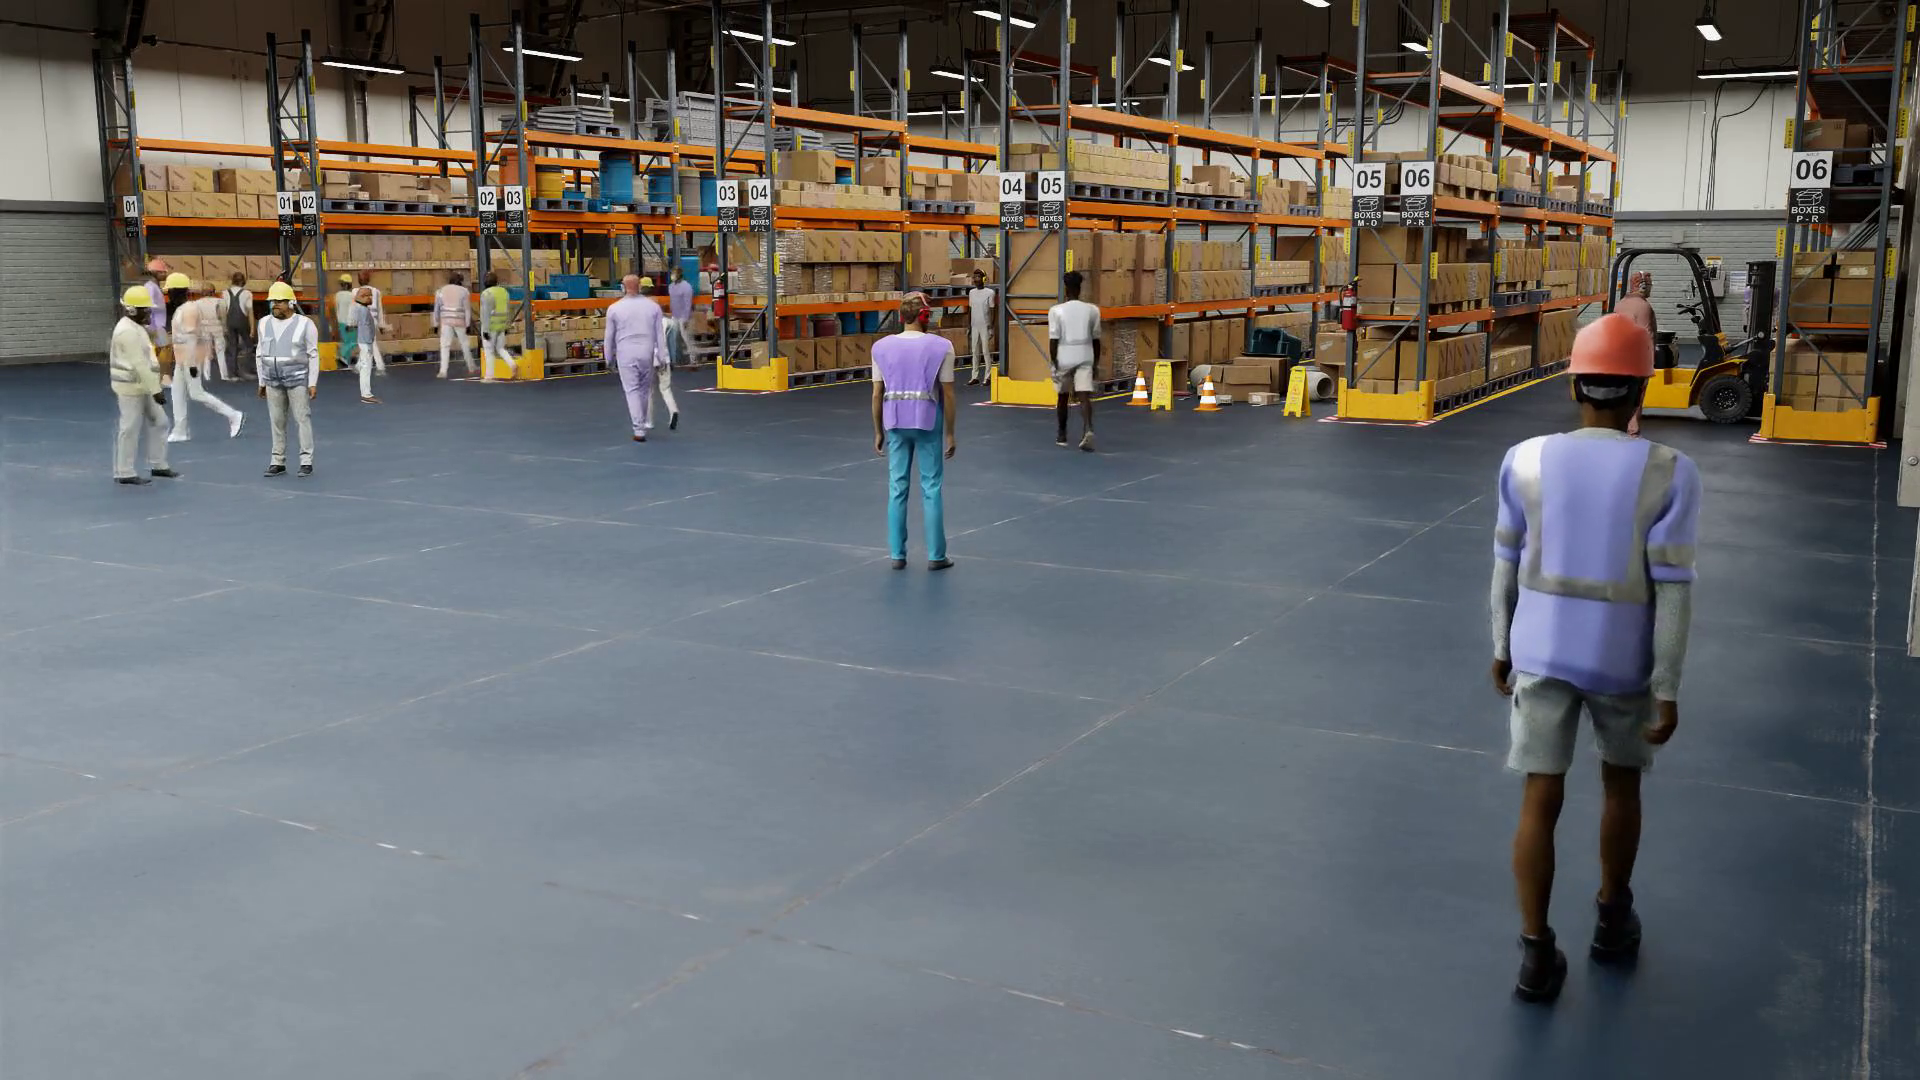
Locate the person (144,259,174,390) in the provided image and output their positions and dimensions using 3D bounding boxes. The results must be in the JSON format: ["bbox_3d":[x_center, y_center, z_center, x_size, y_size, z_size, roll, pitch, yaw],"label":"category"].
[{"bbox_3d":[-12.320,-3.314,25.700,0.714,2.016,0.642,-3,10,-18],"label":"person"}]

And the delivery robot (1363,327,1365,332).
[{"bbox_3d":[9.055,-4.663,37.611,0.707,0.478,0.477,-4,10,-21],"label":"delivery robot"}]

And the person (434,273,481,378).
[{"bbox_3d":[-8.695,-3.689,28.596,0.690,1.783,0.856,0,10,2],"label":"person"}]

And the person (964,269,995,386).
[{"bbox_3d":[0.319,-3.392,26.598,0.533,1.870,0.315,7,12,35],"label":"person"}]

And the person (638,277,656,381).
[{"bbox_3d":[-5.213,-3.471,27.491,0.386,1.732,0.495,3,10,17],"label":"person"}]

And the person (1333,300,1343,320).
[{"bbox_3d":[8.851,-5.394,38.361,0.956,1.873,0.593,-3,10,-15],"label":"person"}]

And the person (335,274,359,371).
[{"bbox_3d":[-11.062,-3.925,30.033,0.549,1.752,0.407,6,12,33],"label":"person"}]

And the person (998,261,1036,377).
[{"bbox_3d":[0.926,-3.550,27.064,0.625,2.034,0.419,1,10,4],"label":"person"}]

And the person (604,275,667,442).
[{"bbox_3d":[-3.710,-2.063,18.873,0.666,1.844,0.996,-5,11,-26],"label":"person"}]

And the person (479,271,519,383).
[{"bbox_3d":[-7.549,-3.448,27.047,0.608,1.830,0.640,5,11,26],"label":"person"}]

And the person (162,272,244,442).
[{"bbox_3d":[-8.569,-2.044,18.641,0.829,1.900,0.590,-7,12,-34],"label":"person"}]

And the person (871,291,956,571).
[{"bbox_3d":[-0.307,-0.707,10.967,0.564,1.840,0.397,2,10,14],"label":"person"}]

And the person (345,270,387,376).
[{"bbox_3d":[-10.320,-3.754,28.865,1.018,1.834,0.580,5,11,28],"label":"person"}]

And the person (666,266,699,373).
[{"bbox_3d":[-5.038,-3.889,29.441,0.656,1.890,0.991,8,13,41],"label":"person"}]

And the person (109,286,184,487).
[{"bbox_3d":[-7.311,-1.369,14.941,0.669,1.802,0.601,-3,10,-18],"label":"person"}]

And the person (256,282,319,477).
[{"bbox_3d":[-6.336,-1.503,15.645,0.586,1.835,0.403,1,10,4],"label":"person"}]

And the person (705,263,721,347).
[{"bbox_3d":[-5.628,-5.415,38.321,0.550,1.922,0.620,4,11,24],"label":"person"}]

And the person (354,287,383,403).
[{"bbox_3d":[-8.416,-2.767,23.629,0.284,1.633,0.497,-5,11,-26],"label":"person"}]

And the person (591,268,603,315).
[{"bbox_3d":[-9.356,-6.187,42.922,0.353,1.883,0.572,-5,11,-27],"label":"person"}]

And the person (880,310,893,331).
[{"bbox_3d":[-1.809,-5.863,40.974,0.635,1.918,0.715,6,11,31],"label":"person"}]

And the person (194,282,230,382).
[{"bbox_3d":[-12.395,-3.440,27.549,0.513,1.642,0.311,-3,10,-16],"label":"person"}]

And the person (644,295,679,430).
[{"bbox_3d":[-3.593,-2.096,19.768,0.523,1.613,0.716,-6,11,-31],"label":"person"}]

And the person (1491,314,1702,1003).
[{"bbox_3d":[1.808,0.317,4.770,0.565,1.906,0.809,6,11,29],"label":"person"}]

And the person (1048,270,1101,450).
[{"bbox_3d":[1.250,-1.940,17.947,0.614,1.938,0.952,-2,10,-9],"label":"person"}]

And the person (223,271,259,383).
[{"bbox_3d":[-11.871,-3.513,27.470,0.538,1.816,0.748,0,10,-1],"label":"person"}]

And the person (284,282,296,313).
[{"bbox_3d":[-11.311,-3.498,27.851,0.875,1.655,0.540,-8,12,-39],"label":"person"}]

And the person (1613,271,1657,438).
[{"bbox_3d":[7.374,-1.965,18.139,0.410,1.909,0.642,-1,10,-7],"label":"person"}]

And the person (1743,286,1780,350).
[{"bbox_3d":[13.893,-3.798,28.840,0.589,1.918,0.400,1,10,3],"label":"person"}]
